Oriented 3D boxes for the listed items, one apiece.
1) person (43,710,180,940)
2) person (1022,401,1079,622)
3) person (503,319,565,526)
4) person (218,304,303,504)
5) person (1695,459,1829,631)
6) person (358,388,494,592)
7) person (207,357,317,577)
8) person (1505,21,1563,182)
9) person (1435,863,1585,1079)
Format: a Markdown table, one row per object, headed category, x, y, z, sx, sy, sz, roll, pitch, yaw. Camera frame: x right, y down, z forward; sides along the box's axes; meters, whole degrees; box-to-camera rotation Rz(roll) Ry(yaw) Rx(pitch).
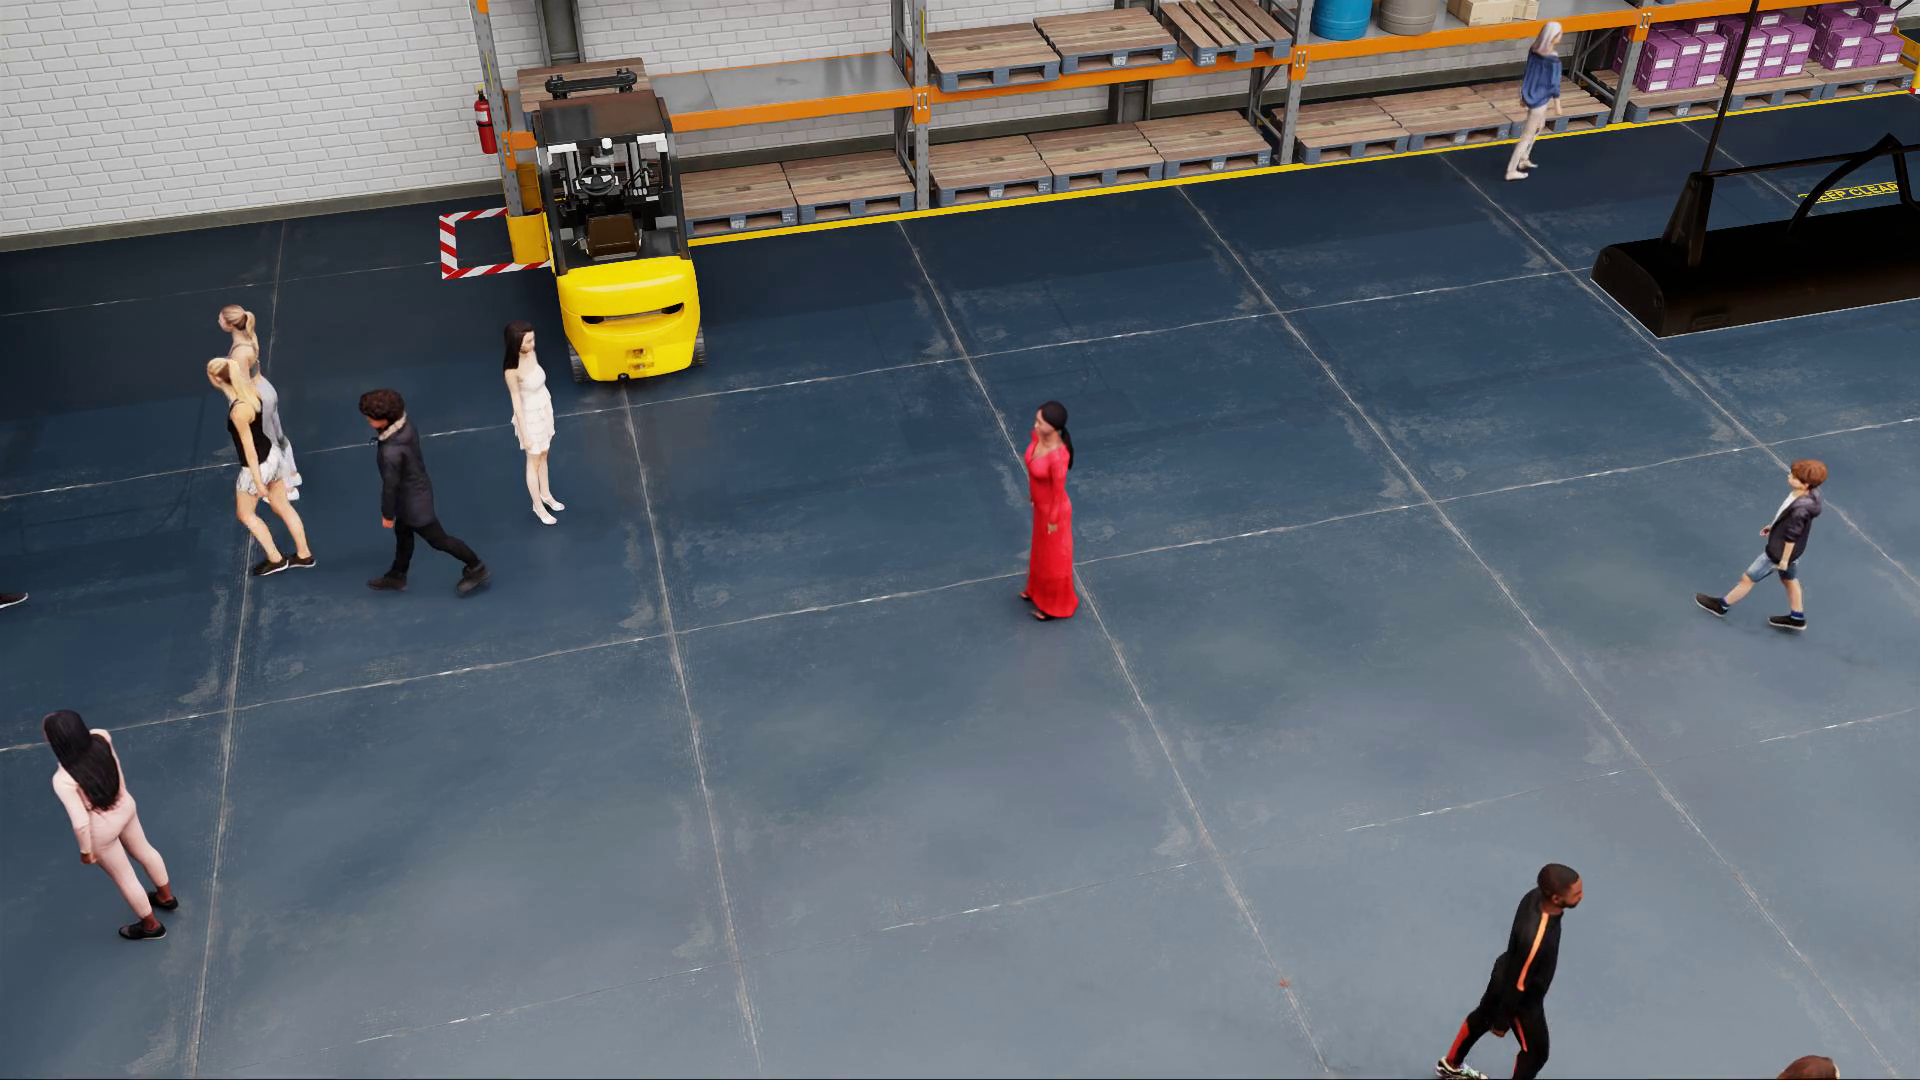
| category | x | y | z | sx | sy | sz | roll | pitch | yaw |
| --- | --- | --- | --- | --- | --- | --- | --- | --- | --- |
| person | -4.801 | 1.594 | 9.384 | 0.667 | 1.721 | 0.689 | 5 | 39 | 6 |
| person | 0.640 | -0.211 | 11.600 | 0.618 | 1.788 | 0.640 | -13 | 40 | -16 |
| person | -3.211 | -0.889 | 12.480 | 0.674 | 1.738 | 0.663 | 8 | 39 | 10 |
| person | -5.346 | -1.052 | 12.712 | 0.575 | 1.703 | 0.584 | -5 | 39 | -6 |
| person | 5.787 | 0.061 | 11.549 | 0.989 | 1.416 | 0.954 | 22 | 43 | 25 |
| person | -3.771 | -0.297 | 11.740 | 1.154 | 1.737 | 0.715 | -6 | 39 | -7 |
| person | -4.943 | -0.542 | 11.976 | 0.734 | 1.825 | 0.674 | -1 | 39 | -1 |
| person | 5.809 | -4.460 | 17.002 | 0.661 | 1.685 | 0.618 | -8 | 39 | -10 |
| person | 2.755 | 2.265 | 8.491 | 1.019 | 1.787 | 0.926 | 13 | 41 | 16 |
